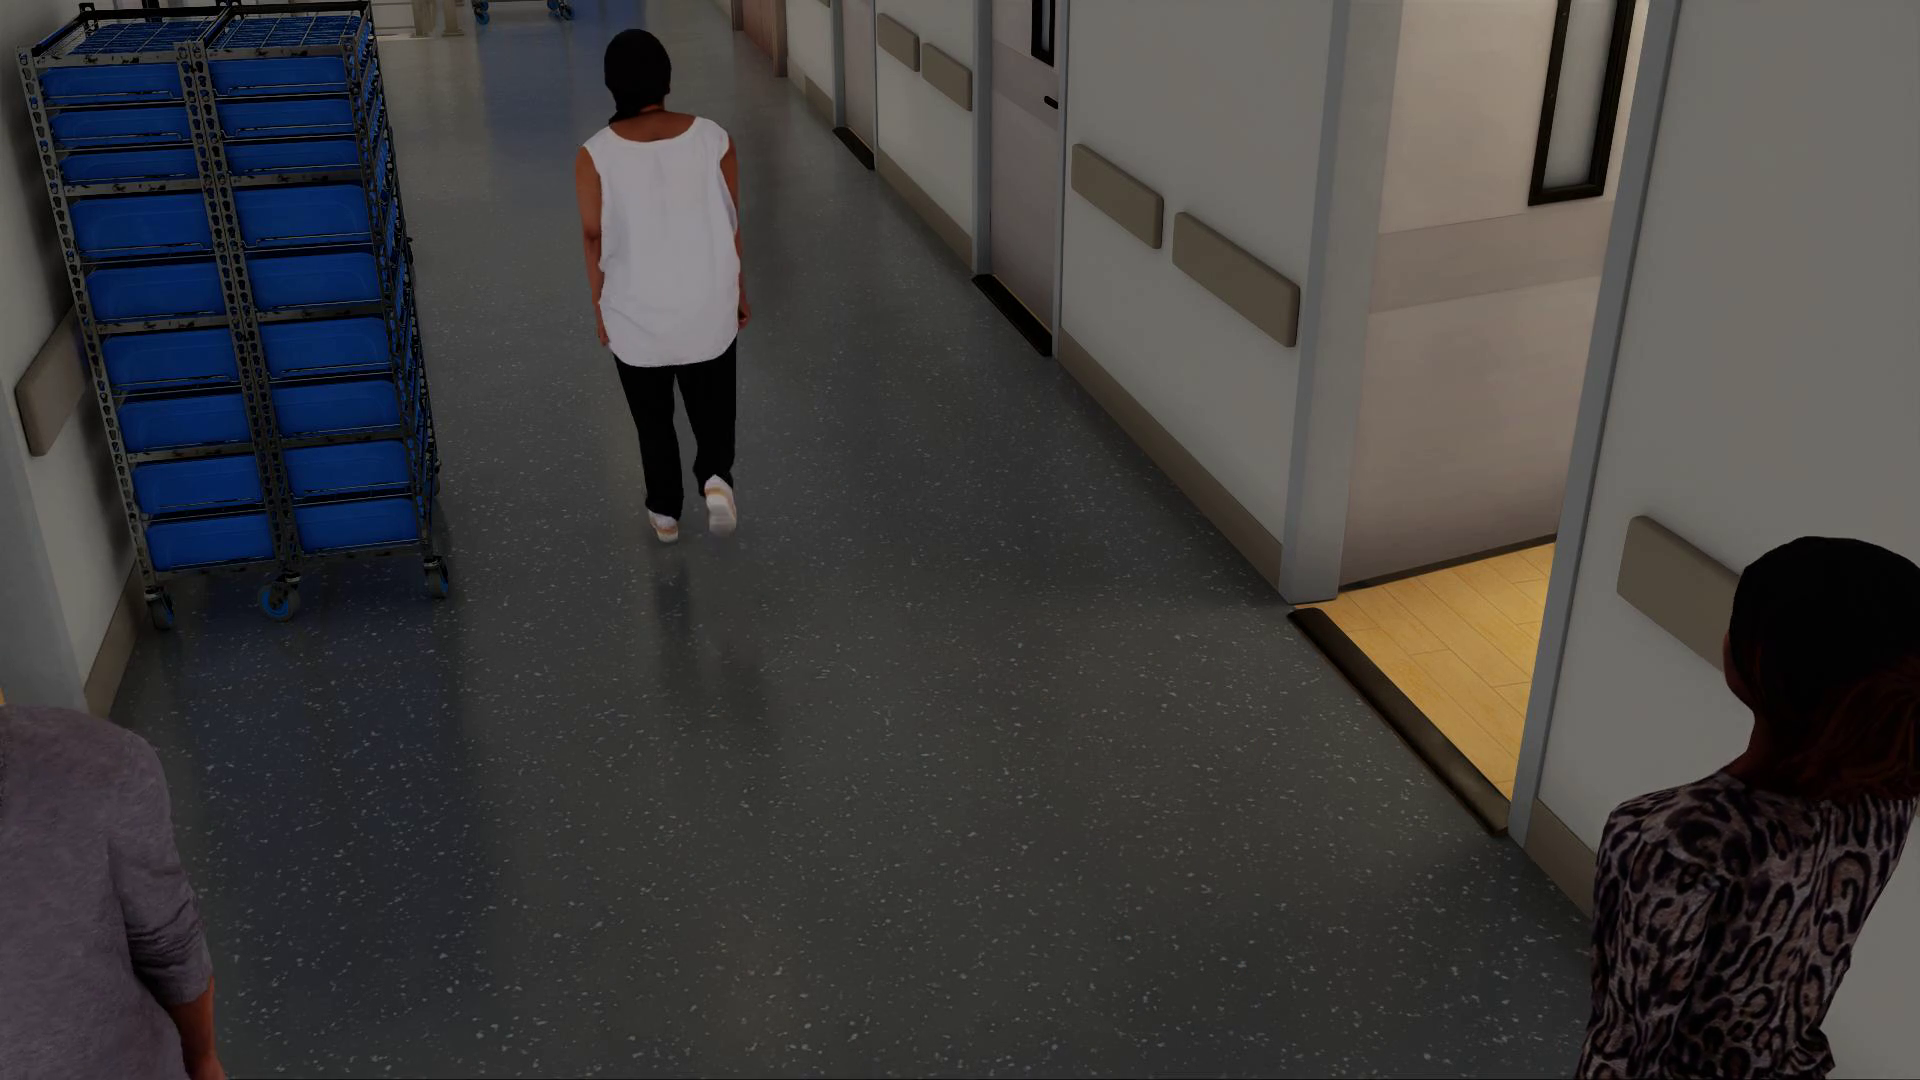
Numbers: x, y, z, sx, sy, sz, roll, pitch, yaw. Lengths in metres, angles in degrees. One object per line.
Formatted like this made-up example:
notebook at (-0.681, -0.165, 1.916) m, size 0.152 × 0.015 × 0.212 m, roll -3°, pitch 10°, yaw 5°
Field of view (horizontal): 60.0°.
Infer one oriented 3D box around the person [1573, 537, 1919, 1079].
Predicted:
person at (0.922, 0.769, 2.102) m, size 0.616 × 1.714 × 0.619 m, roll -12°, pitch 28°, yaw -23°

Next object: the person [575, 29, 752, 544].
person at (-0.918, -0.738, 5.276) m, size 0.669 × 1.673 × 0.743 m, roll -6°, pitch 26°, yaw -11°
